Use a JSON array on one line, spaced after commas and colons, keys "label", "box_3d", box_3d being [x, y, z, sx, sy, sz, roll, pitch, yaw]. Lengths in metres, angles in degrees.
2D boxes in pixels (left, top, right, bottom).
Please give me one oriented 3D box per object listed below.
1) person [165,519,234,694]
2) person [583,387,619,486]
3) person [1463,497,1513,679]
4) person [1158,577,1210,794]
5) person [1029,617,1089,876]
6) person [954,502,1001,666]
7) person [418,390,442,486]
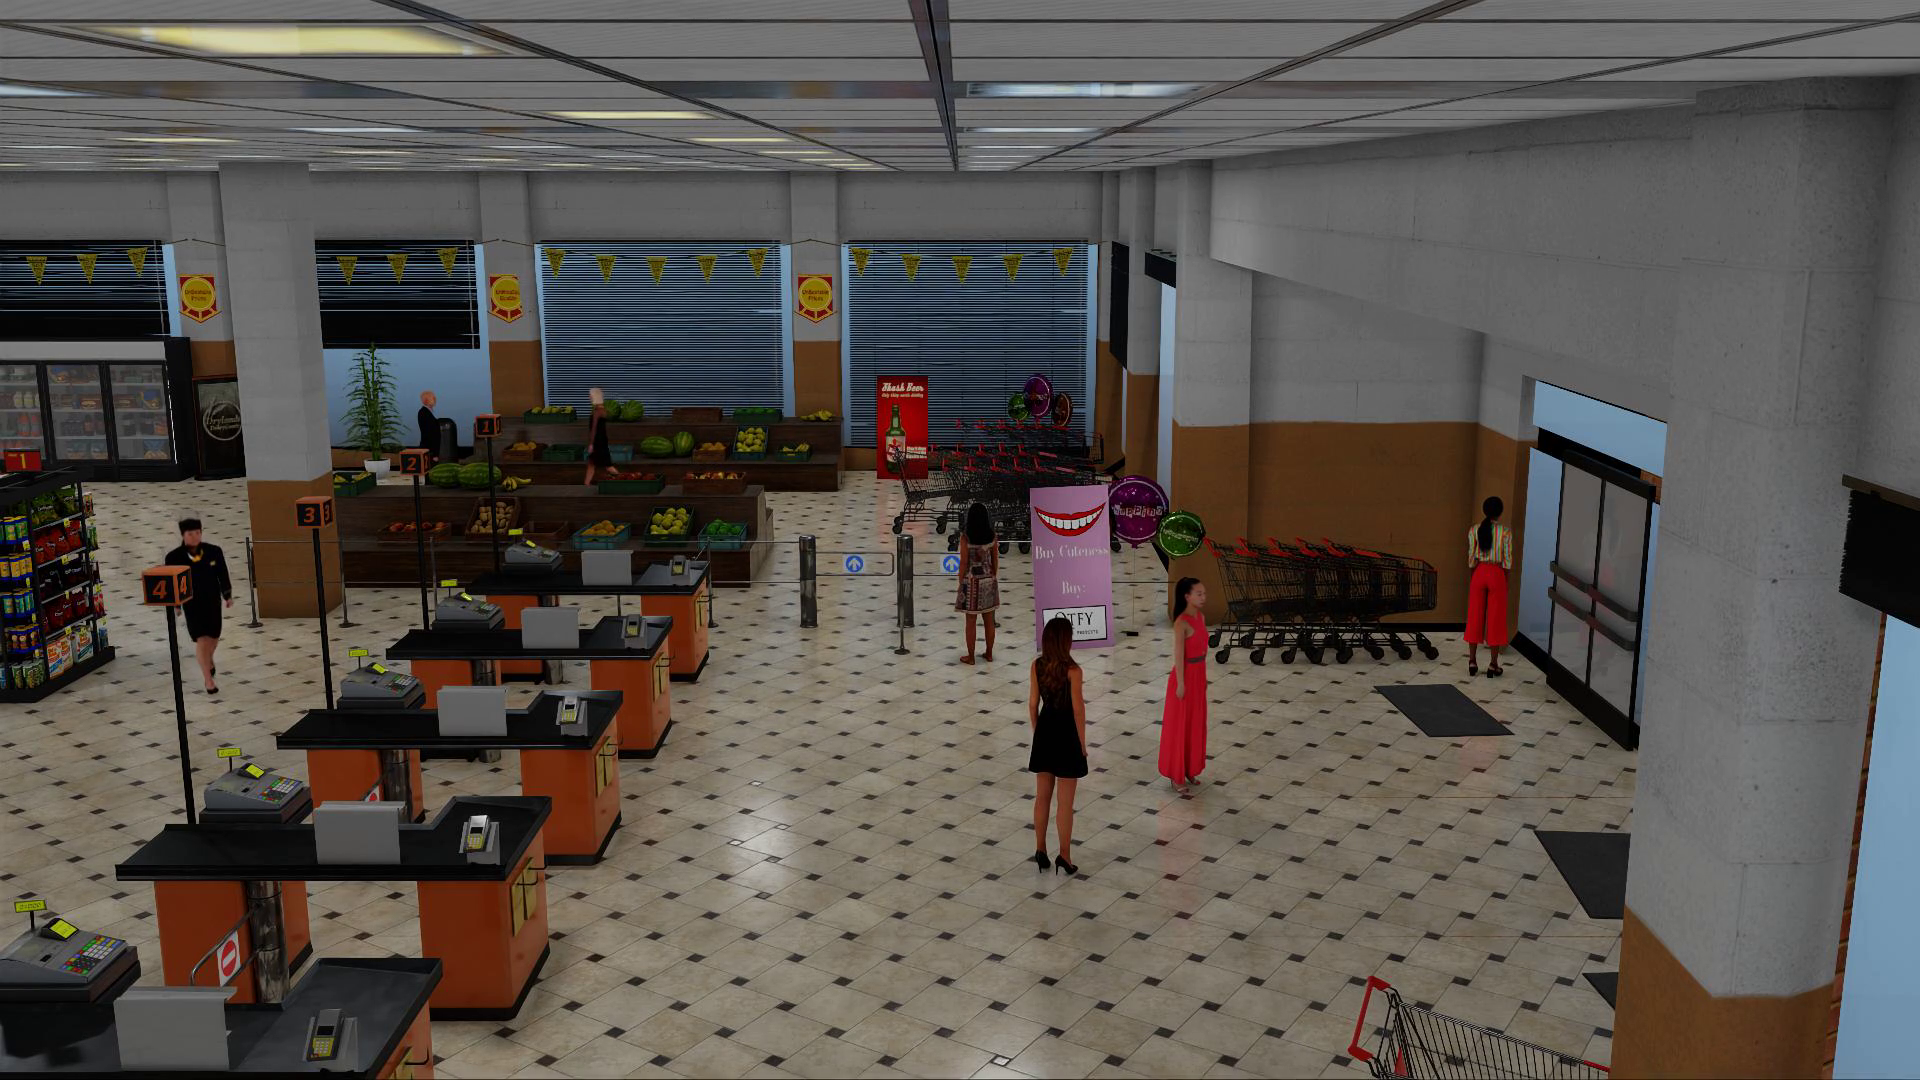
[{"label": "person", "box_3d": [-7.235, 0.613, 15.875, 1.130, 1.642, 1.102, -8, 14, -33]}, {"label": "person", "box_3d": [-5.454, -1.455, 25.556, 1.029, 1.701, 0.602, 0, 12, 1]}, {"label": "person", "box_3d": [5.171, 0.452, 16.272, 0.632, 1.793, 0.736, 7, 14, 31]}, {"label": "person", "box_3d": [1.813, 1.135, 13.194, 0.750, 1.726, 0.716, 8, 15, 35]}, {"label": "person", "box_3d": [0.669, 1.428, 11.539, 0.631, 1.834, 0.729, 8, 14, 32]}, {"label": "person", "box_3d": [0.181, 0.428, 16.745, 0.641, 1.645, 0.784, -6, 13, -27]}, {"label": "person", "box_3d": [-7.871, -1.328, 24.707, 0.742, 1.800, 0.761, -5, 13, -24]}]
